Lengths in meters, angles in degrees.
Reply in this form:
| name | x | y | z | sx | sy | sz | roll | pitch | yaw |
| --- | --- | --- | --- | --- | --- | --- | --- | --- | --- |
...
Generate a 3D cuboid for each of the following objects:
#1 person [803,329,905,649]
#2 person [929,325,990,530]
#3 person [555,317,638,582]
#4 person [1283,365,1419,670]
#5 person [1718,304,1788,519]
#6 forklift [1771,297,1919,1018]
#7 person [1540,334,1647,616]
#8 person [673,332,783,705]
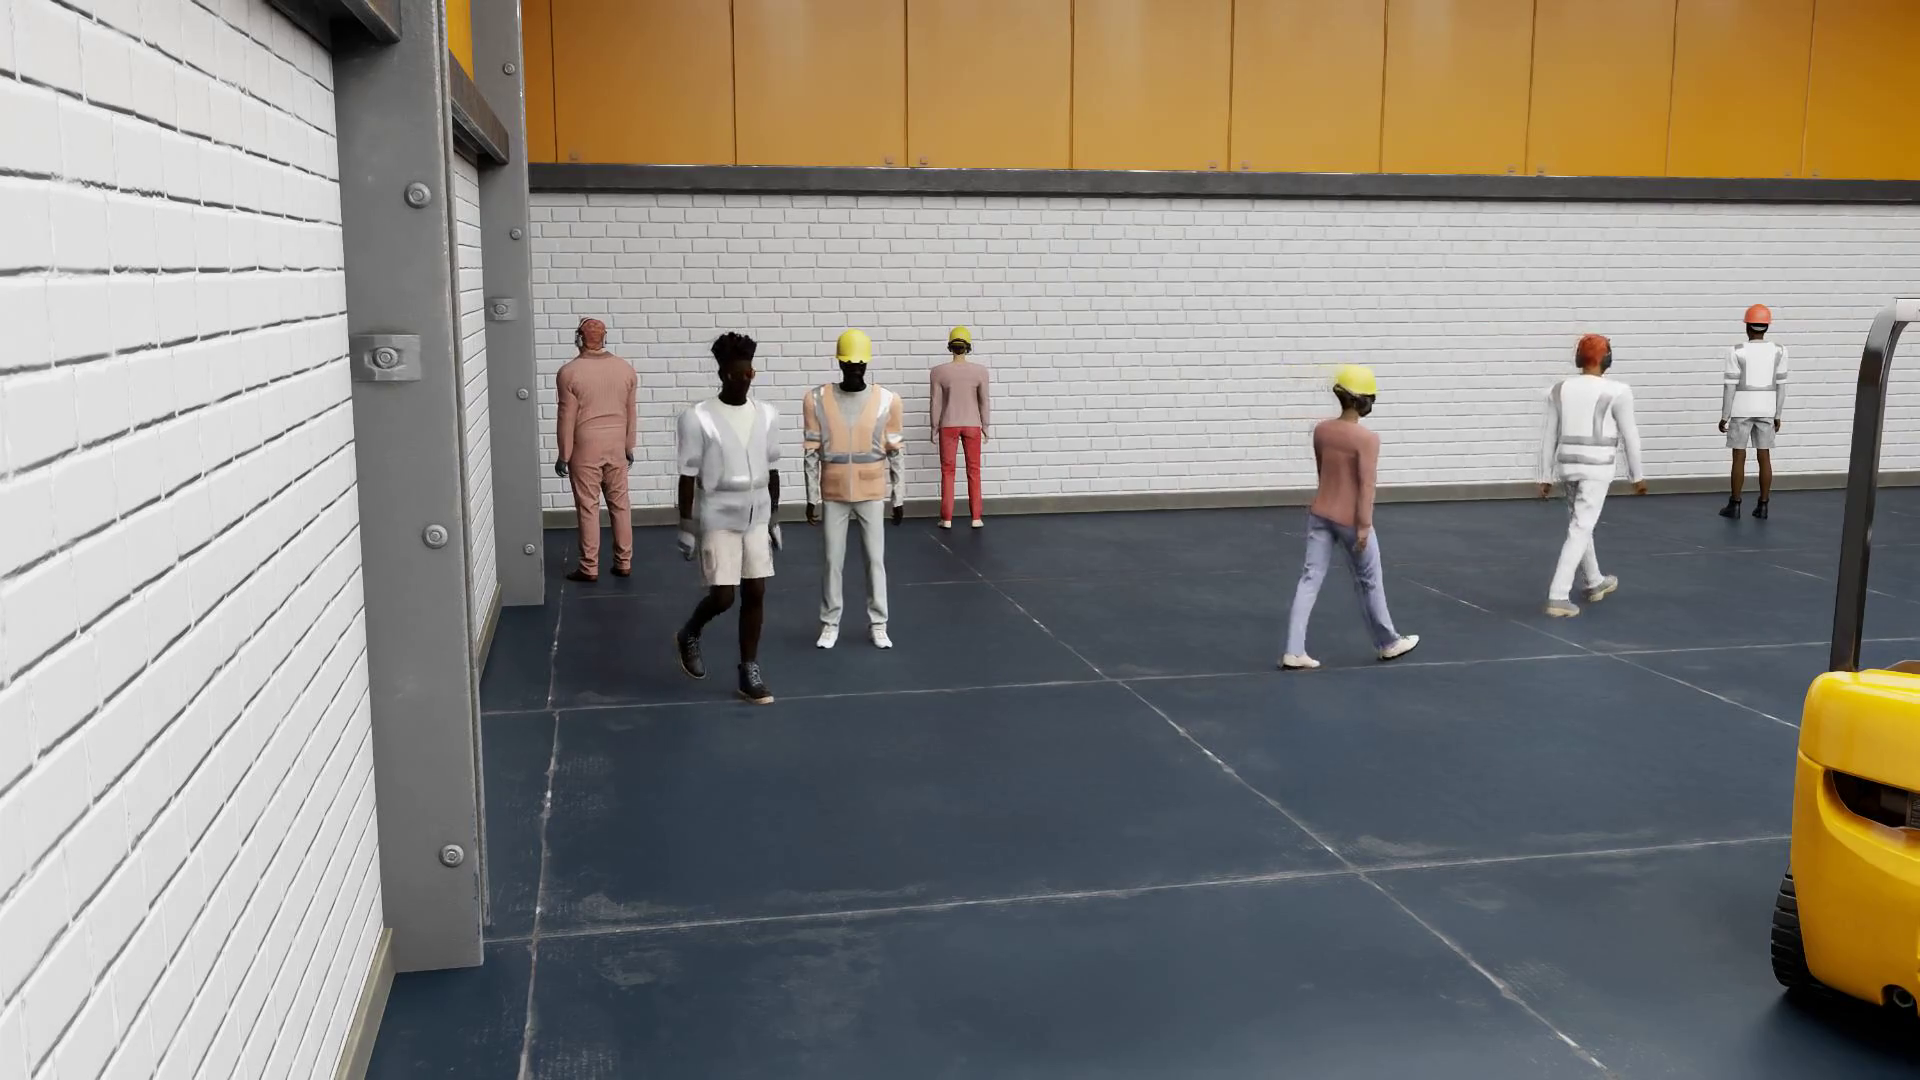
| name | x | y | z | sx | sy | sz | roll | pitch | yaw |
| --- | --- | --- | --- | --- | --- | --- | --- | --- | --- |
| person | -0.625 | -0.284 | 9.823 | 0.599 | 1.913 | 0.433 | 0 | 9 | 1 |
| person | -0.003 | -0.967 | 14.410 | 0.533 | 1.768 | 0.310 | -1 | 9 | -5 |
| person | -2.645 | -0.649 | 12.040 | 0.640 | 1.910 | 0.407 | -8 | 12 | -42 |
| person | 2.210 | -0.124 | 9.416 | 0.909 | 1.720 | 0.526 | -6 | 11 | -33 |
| person | 7.143 | -1.154 | 15.021 | 0.543 | 1.939 | 0.361 | 1 | 9 | 6 |
| forklift | 3.542 | 0.334 | 5.177 | 2.313 | 2.155 | 1.214 | -9 | 13 | -43 |
| person | 4.156 | -0.430 | 10.967 | 1.005 | 1.827 | 0.594 | -7 | 12 | -36 |
| person | -1.222 | -0.120 | 8.708 | 0.604 | 1.947 | 0.591 | -8 | 12 | -40 |
